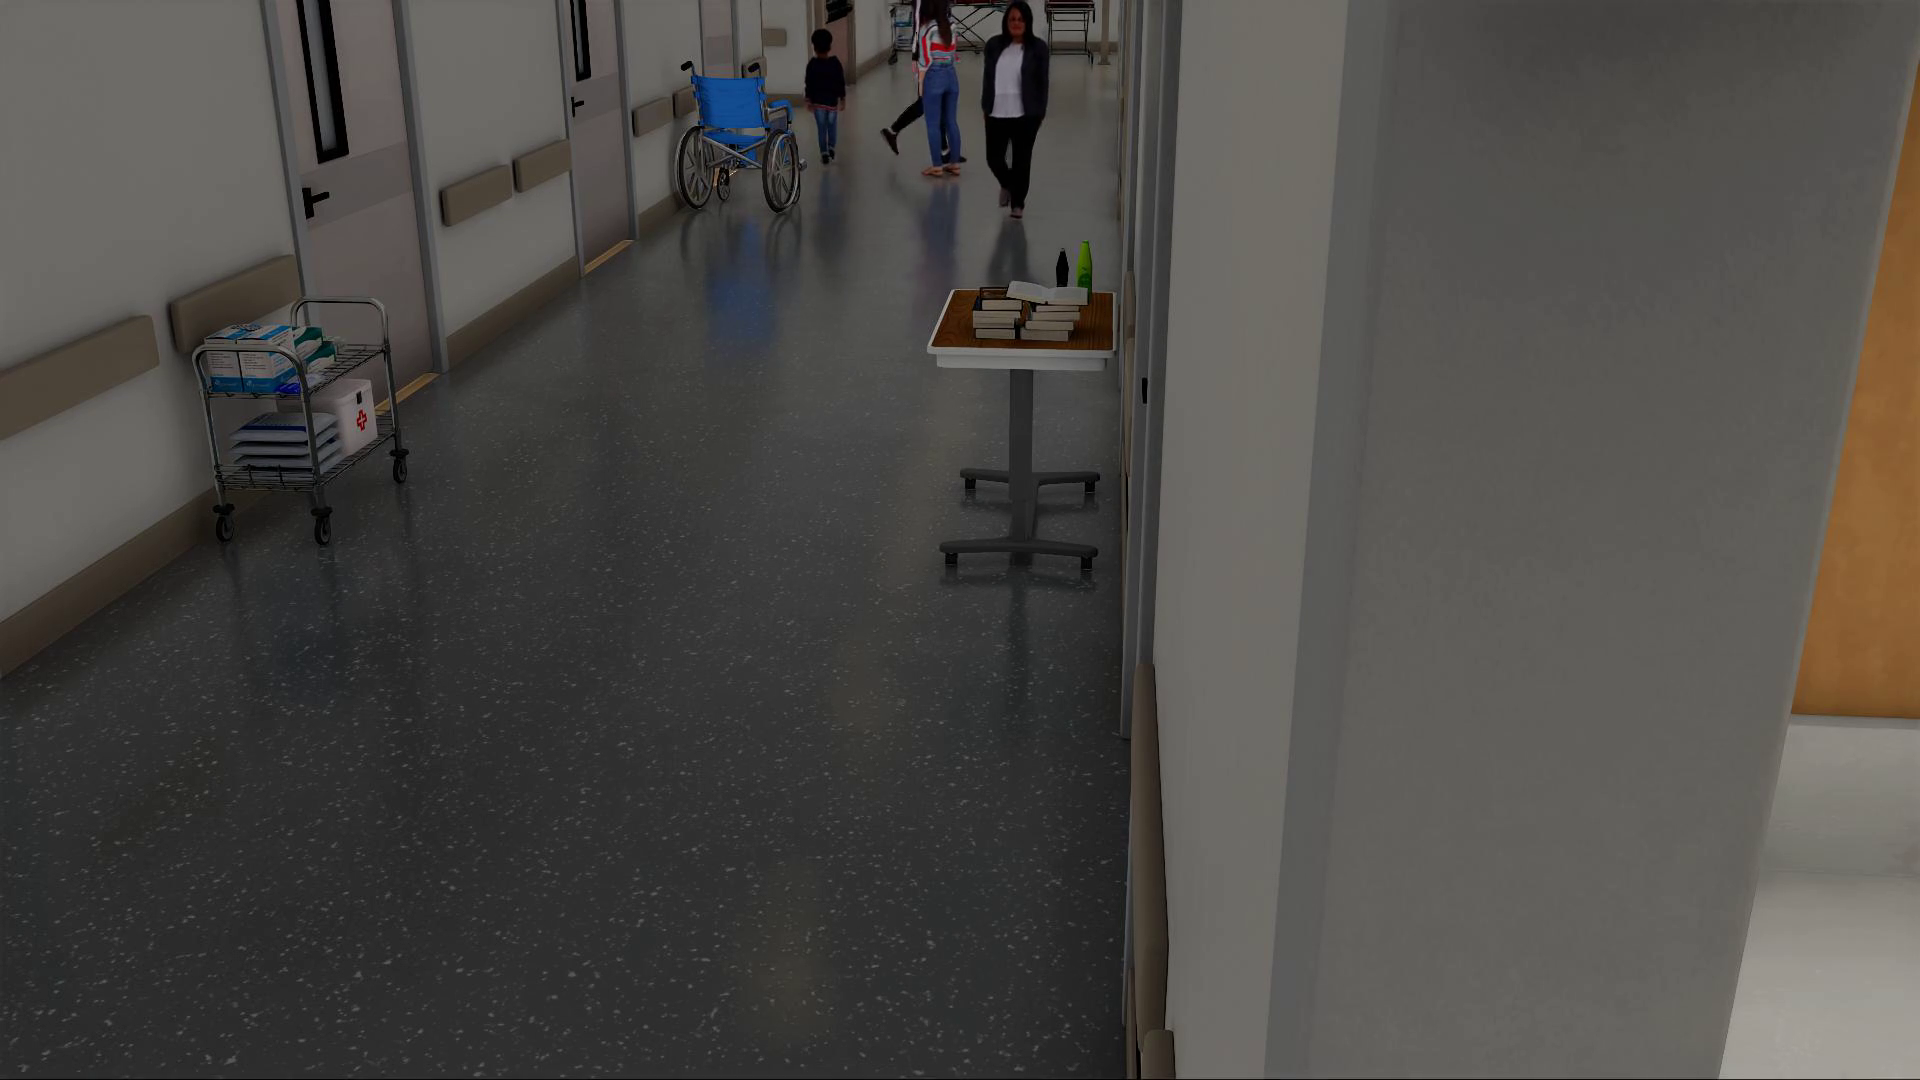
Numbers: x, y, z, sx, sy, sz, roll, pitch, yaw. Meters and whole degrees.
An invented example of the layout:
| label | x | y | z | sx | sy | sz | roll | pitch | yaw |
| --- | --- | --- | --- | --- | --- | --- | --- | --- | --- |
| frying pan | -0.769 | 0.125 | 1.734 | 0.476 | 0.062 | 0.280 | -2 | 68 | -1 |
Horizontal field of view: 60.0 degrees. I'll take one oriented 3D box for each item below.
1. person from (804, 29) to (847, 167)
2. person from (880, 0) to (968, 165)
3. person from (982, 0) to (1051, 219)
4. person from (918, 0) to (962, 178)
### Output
| label | x | y | z | sx | sy | sz | roll | pitch | yaw |
| --- | --- | --- | --- | --- | --- | --- | --- | --- | --- |
| person | -1.236 | -4.049 | 15.259 | 0.598 | 1.214 | 0.633 | -3 | 21 | -9 |
| person | -0.369 | -4.365 | 15.274 | 0.967 | 1.796 | 1.178 | 8 | 22 | 20 |
| person | 0.416 | -3.274 | 12.690 | 0.716 | 1.586 | 0.819 | 4 | 21 | 11 |
| person | -0.170 | -4.042 | 14.687 | 0.665 | 1.608 | 0.737 | -19 | 28 | -41 |
